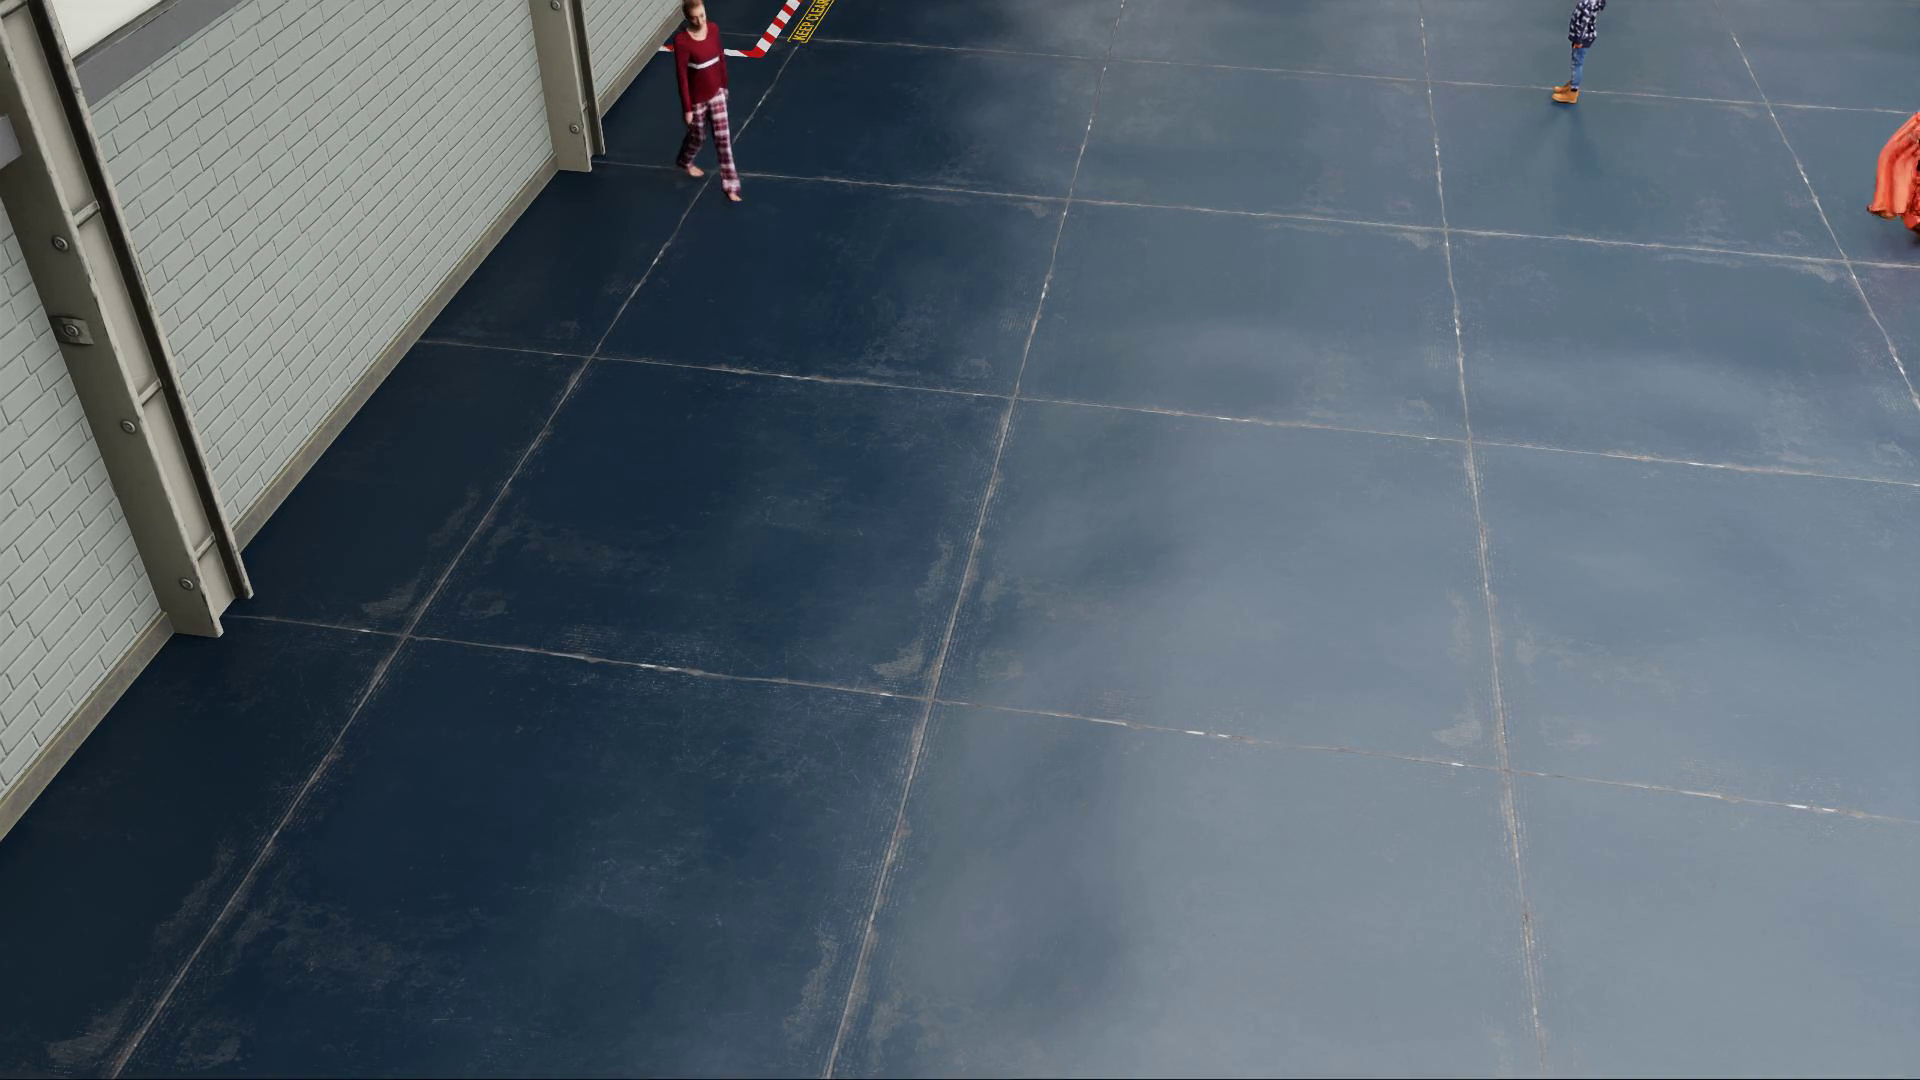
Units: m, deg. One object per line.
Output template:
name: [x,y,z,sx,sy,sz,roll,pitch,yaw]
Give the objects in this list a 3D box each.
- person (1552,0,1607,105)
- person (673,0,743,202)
person: [5.542,-4.519,14.771,0.575,1.252,0.461,11,39,14]
person: [-2.077,-3.540,13.192,1.120,1.656,1.147,-32,48,-34]
